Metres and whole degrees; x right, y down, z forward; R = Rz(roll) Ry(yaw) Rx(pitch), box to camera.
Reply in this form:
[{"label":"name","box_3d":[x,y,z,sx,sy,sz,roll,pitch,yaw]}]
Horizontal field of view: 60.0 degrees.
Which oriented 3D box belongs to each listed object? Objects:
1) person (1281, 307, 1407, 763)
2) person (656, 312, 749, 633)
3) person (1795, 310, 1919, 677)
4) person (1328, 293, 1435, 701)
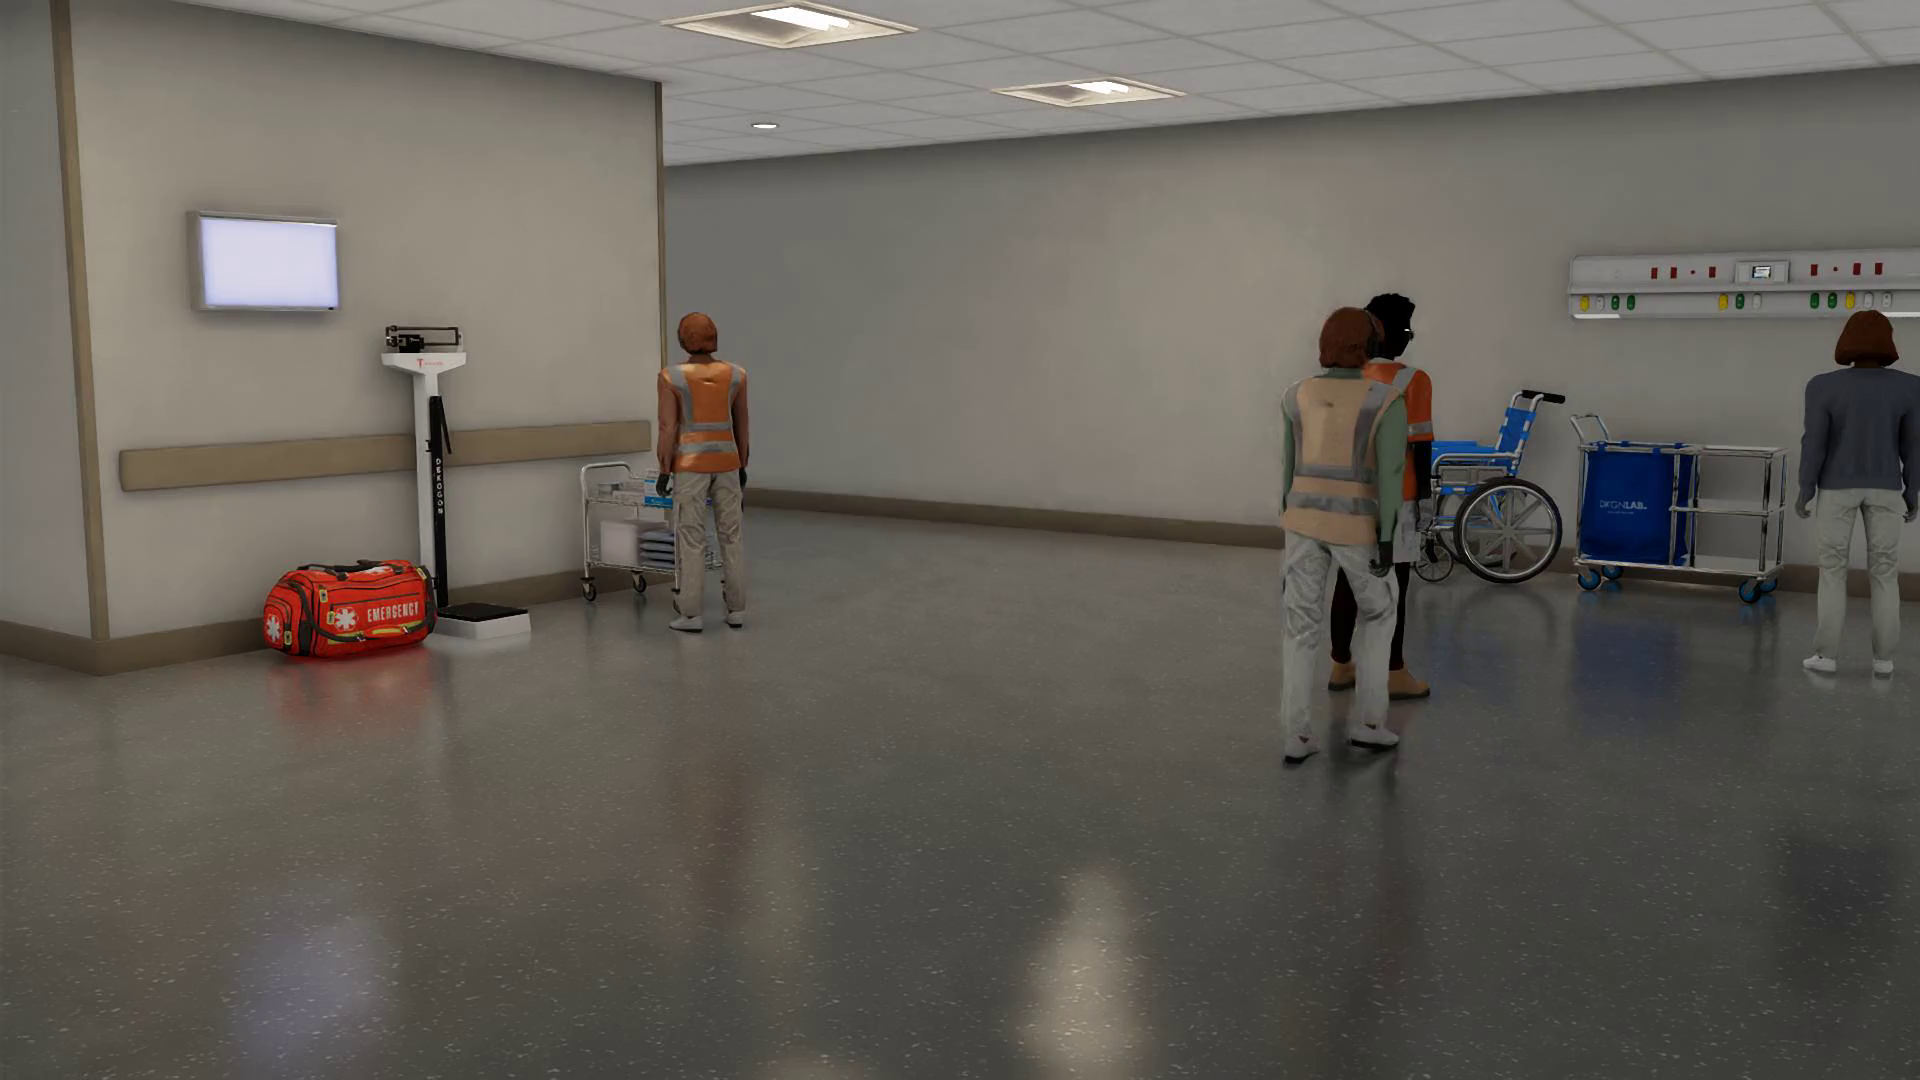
[{"label":"person","box_3d":[1.374,-0.019,5.977,0.531,1.615,0.609,6,9,38]},{"label":"person","box_3d":[-1.310,-0.343,8.517,0.513,1.639,0.311,-5,8,-33]},{"label":"person","box_3d":[4.002,-0.203,7.406,0.508,1.631,0.264,2,7,14]},{"label":"person","box_3d":[1.760,-0.182,6.985,0.317,1.695,0.540,-6,9,-38]}]
